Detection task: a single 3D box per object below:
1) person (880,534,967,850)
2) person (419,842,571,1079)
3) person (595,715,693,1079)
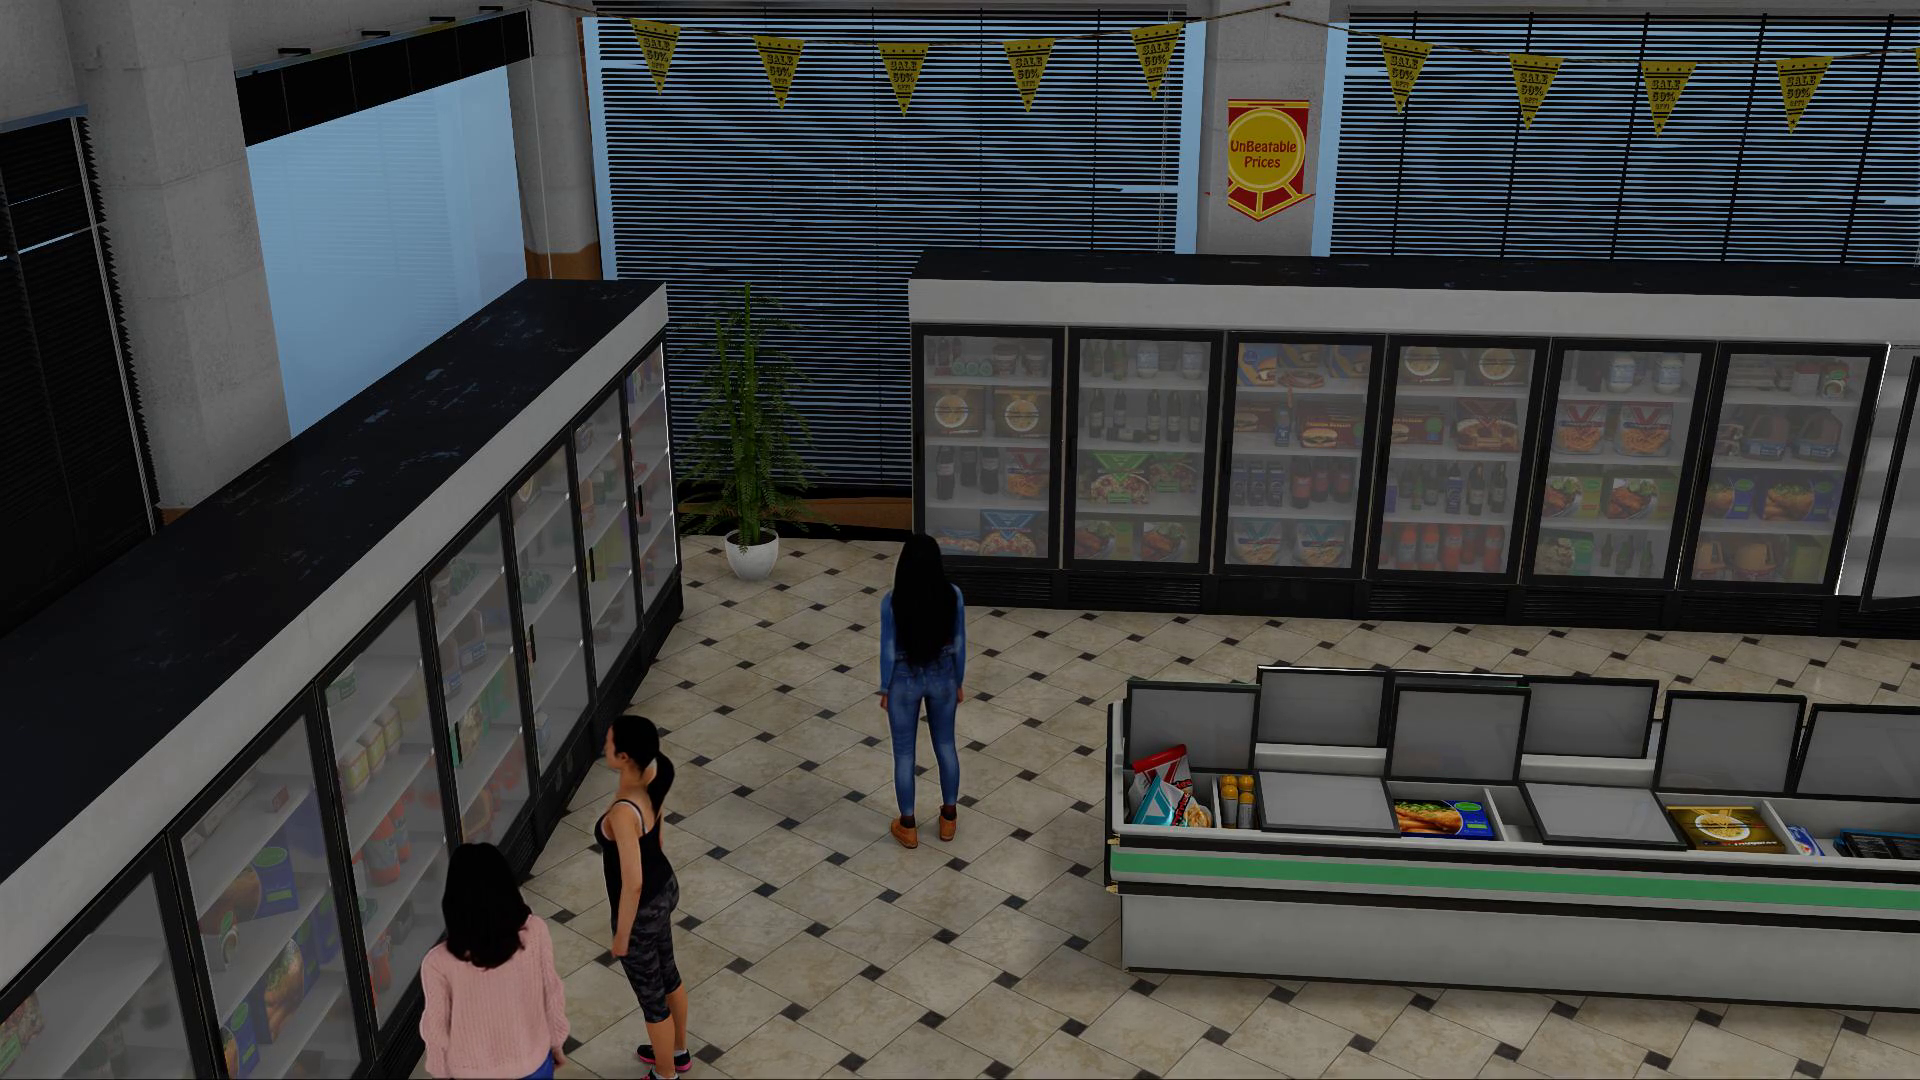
[{"bbox_3d":[-0.187,0.767,8.478,0.574,1.713,0.725,-6,23,-15],"label":"person"},{"bbox_3d":[-1.586,1.835,5.745,0.679,1.768,0.792,-11,24,-26],"label":"person"},{"bbox_3d":[-1.258,1.476,6.689,0.556,1.730,0.587,4,22,9],"label":"person"}]
